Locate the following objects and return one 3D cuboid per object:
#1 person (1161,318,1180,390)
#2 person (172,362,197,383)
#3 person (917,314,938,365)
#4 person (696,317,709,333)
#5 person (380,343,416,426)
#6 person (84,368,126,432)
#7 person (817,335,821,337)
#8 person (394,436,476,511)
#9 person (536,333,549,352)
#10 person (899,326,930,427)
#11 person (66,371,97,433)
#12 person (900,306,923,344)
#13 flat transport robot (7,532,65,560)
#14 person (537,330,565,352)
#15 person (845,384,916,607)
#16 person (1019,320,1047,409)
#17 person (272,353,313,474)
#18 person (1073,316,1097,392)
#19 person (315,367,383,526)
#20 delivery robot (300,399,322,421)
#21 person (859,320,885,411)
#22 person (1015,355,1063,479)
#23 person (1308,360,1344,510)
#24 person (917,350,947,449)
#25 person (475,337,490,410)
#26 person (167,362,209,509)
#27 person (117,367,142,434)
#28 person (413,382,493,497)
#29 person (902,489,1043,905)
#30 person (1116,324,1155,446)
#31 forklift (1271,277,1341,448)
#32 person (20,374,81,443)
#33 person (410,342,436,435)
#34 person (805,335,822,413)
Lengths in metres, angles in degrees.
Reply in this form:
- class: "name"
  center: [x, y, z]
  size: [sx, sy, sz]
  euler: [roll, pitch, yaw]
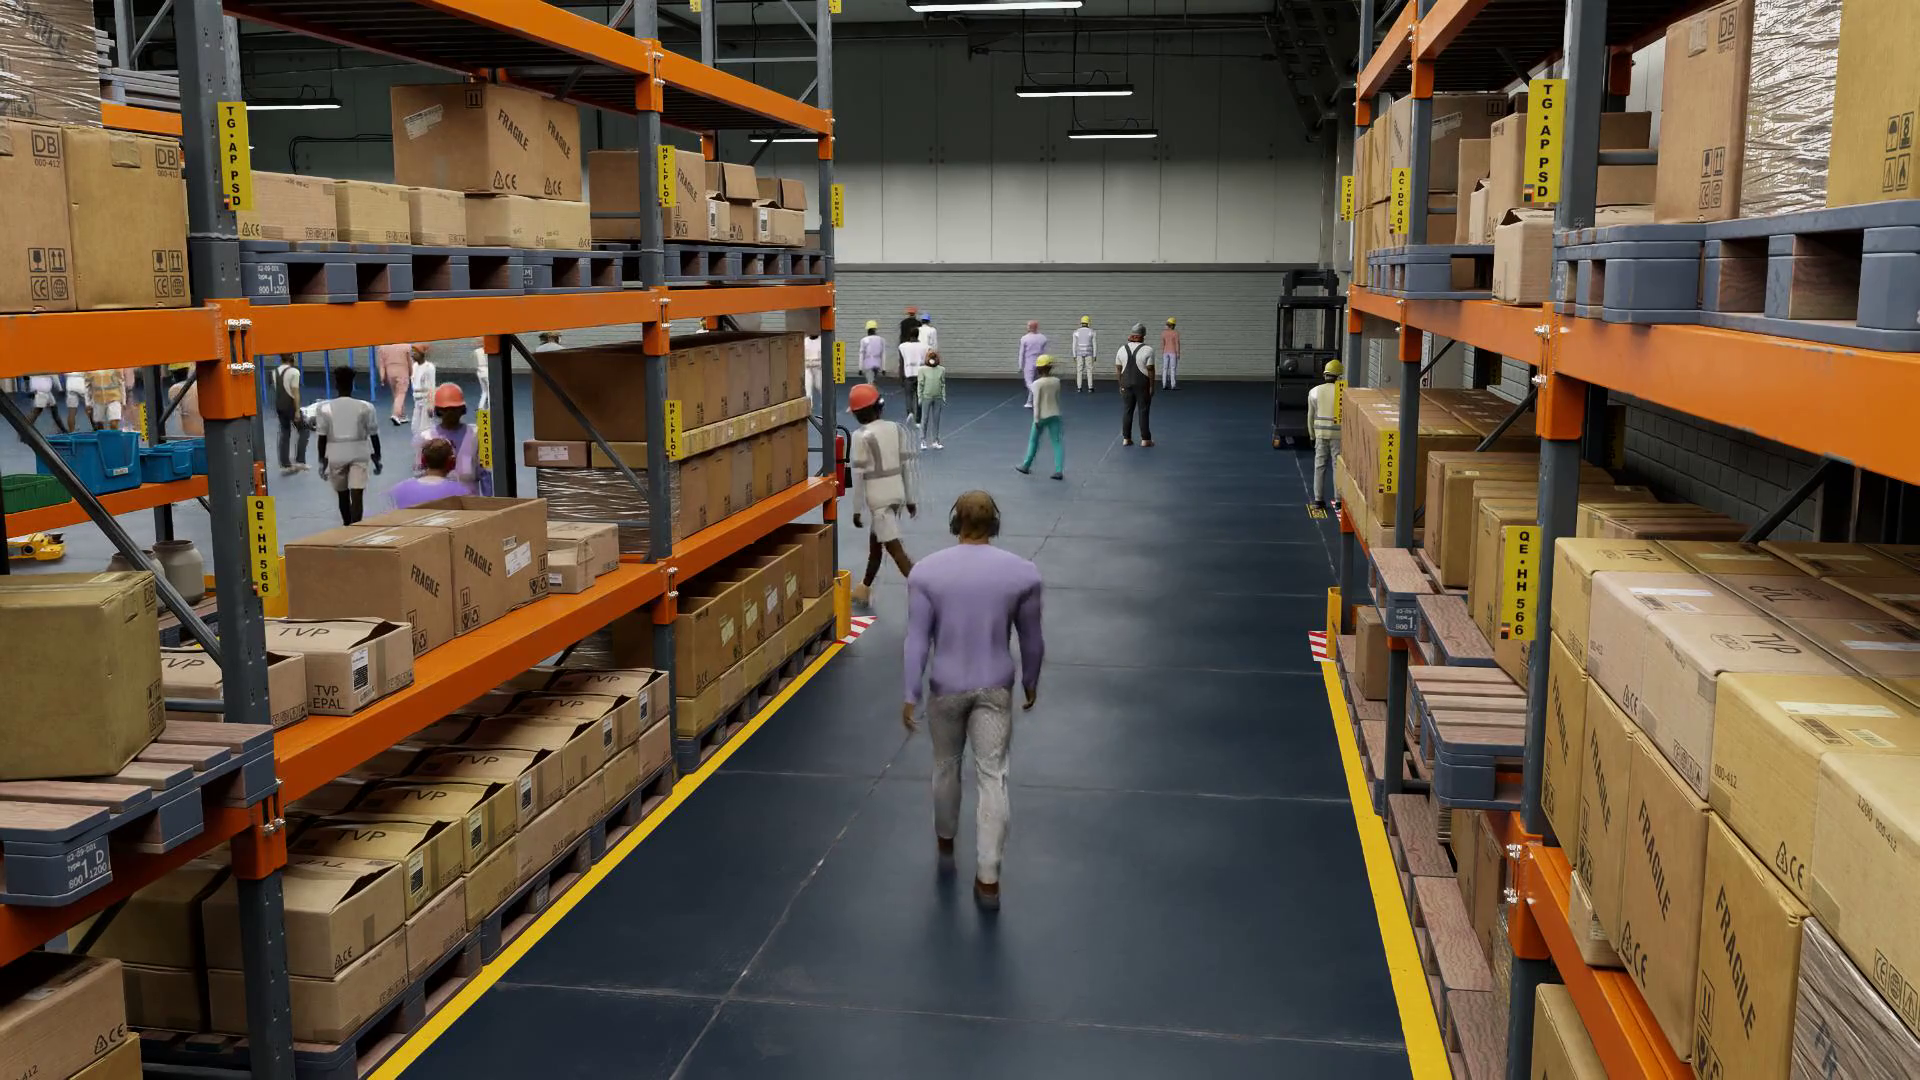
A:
- class: "person"
  center: [5.186, -4.578, 40.891]
  size: [0.525, 1.771, 0.305]
  euler: [8, 12, 41]
- class: "person"
  center: [-14.953, -3.214, 32.346]
  size: [1.002, 1.819, 0.503]
  euler: [2, 10, 14]
- class: "person"
  center: [-0.769, -4.300, 38.738]
  size: [0.829, 1.916, 0.591]
  euler: [4, 10, 25]
- class: "person"
  center: [-5.885, -4.239, 38.499]
  size: [0.531, 1.867, 0.317]
  euler: [1, 9, 7]
- class: "person"
  center: [-10.710, -3.131, 31.690]
  size: [0.656, 1.867, 0.962]
  euler: [1, 9, 5]
- class: "person"
  center: [-13.166, -2.168, 25.665]
  size: [0.586, 1.903, 0.778]
  euler: [-2, 9, -13]
- class: "person"
  center: [-3.418, -4.723, 41.556]
  size: [0.620, 1.845, 0.430]
  euler: [4, 10, 25]
- class: "person"
  center: [-3.537, 0.229, 11.107]
  size: [0.611, 1.814, 0.803]
  euler: [1, 9, 6]
- class: "person"
  center: [-8.259, -3.299, 33.222]
  size: [0.562, 1.675, 0.569]
  euler: [2, 10, 14]
- class: "person"
  center: [-0.840, -3.048, 31.074]
  size: [0.604, 1.904, 0.548]
  euler: [-1, 9, -5]
- class: "person"
  center: [-14.778, -2.537, 27.983]
  size: [0.573, 1.867, 1.012]
  euler: [0, 9, 3]
- class: "person"
  center: [-1.238, -5.197, 44.046]
  size: [0.644, 1.974, 0.571]
  euler: [4, 10, 23]
- class: "flat transport robot"
  center: [-9.897, 0.091, 16.830]
  size: [1.431, 0.197, 0.652]
  euler: [-4, 10, -24]
- class: "person"
  center: [-7.038, -2.705, 28.813]
  size: [0.629, 1.939, 0.372]
  euler: [6, 11, 31]
- class: "person"
  center: [-0.628, -0.349, 14.239]
  size: [1.059, 1.971, 0.679]
  euler: [7, 11, 36]
- class: "person"
  center: [1.569, -3.702, 35.184]
  size: [0.640, 1.880, 0.820]
  euler: [-5, 11, -30]
- class: "person"
  center: [-9.644, -1.879, 24.060]
  size: [0.533, 1.820, 0.621]
  euler: [4, 10, 24]
- class: "person"
  center: [3.017, -4.486, 40.123]
  size: [0.592, 1.834, 0.404]
  euler: [3, 10, 15]
- class: "person"
  center: [-6.456, -0.873, 17.610]
  size: [0.626, 1.911, 1.024]
  euler: [-3, 10, -16]
- class: "delivery robot"
  center: [-11.864, -2.361, 30.791]
  size: [0.477, 0.478, 0.707]
  euler: [8, 12, 40]
- class: "person"
  center: [-1.813, -3.650, 34.786]
  size: [0.594, 1.896, 0.876]
  euler: [-7, 12, -38]
- class: "person"
  center: [1.163, -1.746, 23.567]
  size: [0.529, 1.728, 0.881]
  euler: [-6, 11, -35]
- class: "person"
  center: [4.570, -1.294, 20.430]
  size: [0.586, 1.835, 0.403]
  euler: [7, 11, 35]
- class: "person"
  center: [-0.458, -2.310, 27.315]
  size: [0.507, 1.631, 0.279]
  euler: [-4, 10, -25]
- class: "person"
  center: [-9.441, -3.261, 33.214]
  size: [0.535, 1.620, 0.414]
  euler: [4, 10, 22]
- class: "person"
  center: [-9.528, -1.322, 20.460]
  size: [0.993, 1.873, 0.594]
  euler: [5, 10, 26]
- class: "person"
  center: [-14.867, -2.770, 29.376]
  size: [0.706, 1.880, 0.661]
  euler: [-6, 11, -34]
- class: "person"
  center: [-4.093, -0.266, 13.498]
  size: [0.628, 2.029, 0.435]
  euler: [-4, 10, -25]
- class: "person"
  center: [0.067, 0.701, 7.983]
  size: [0.669, 1.881, 1.011]
  euler: [0, 9, -2]
- class: "person"
  center: [2.991, -2.592, 27.934]
  size: [0.678, 2.000, 0.536]
  euler: [6, 11, 33]
- class: "forklift"
  center: [5.847, -3.016, 27.970]
  size: [1.129, 2.768, 1.873]
  euler: [1, 9, 9]
- class: "person"
  center: [-15.559, -2.583, 28.281]
  size: [0.535, 1.877, 1.042]
  euler: [8, 12, 42]
- class: "person"
  center: [-7.951, -2.013, 24.761]
  size: [0.606, 1.870, 0.459]
  euler: [9, 13, 44]
- class: "person"
  center: [-3.004, -3.569, 34.529]
  size: [0.631, 1.819, 0.804]
  euler: [2, 9, 12]
